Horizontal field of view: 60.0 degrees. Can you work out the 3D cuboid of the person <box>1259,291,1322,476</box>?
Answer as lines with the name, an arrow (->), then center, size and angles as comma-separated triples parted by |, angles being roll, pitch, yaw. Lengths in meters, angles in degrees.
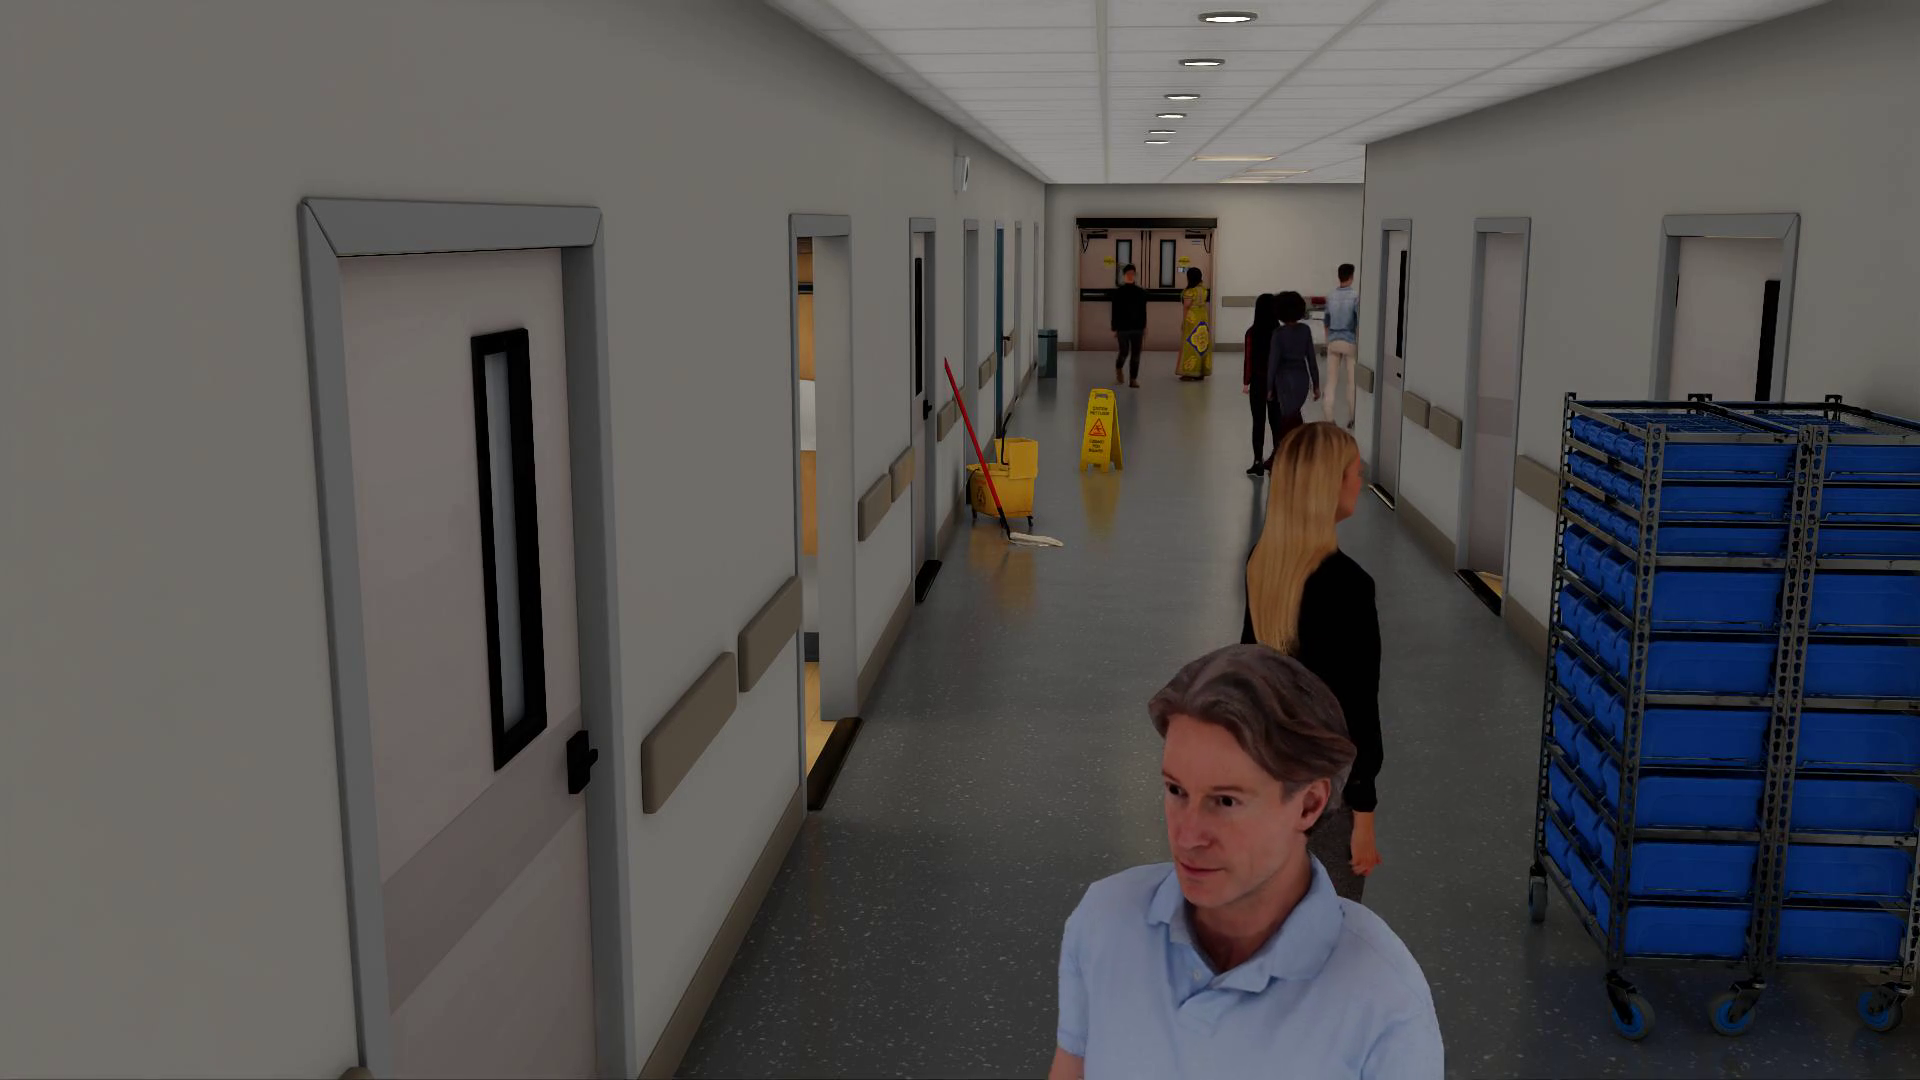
person -> 2.920, -1.263, 14.376 | 1.010, 1.652, 1.223 | -5, 12, -23

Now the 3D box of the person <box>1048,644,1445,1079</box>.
person -> 0.378, 0.994, 2.026 | 0.888, 1.822, 0.831 | -10, 15, -44

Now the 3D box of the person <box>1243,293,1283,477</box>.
person -> 2.815, -1.417, 15.195 | 0.654, 1.649, 0.648 | -4, 11, -19

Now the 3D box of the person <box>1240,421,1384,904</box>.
person -> 0.782, 0.641, 3.829 | 0.748, 1.843, 0.643 | -5, 12, -24

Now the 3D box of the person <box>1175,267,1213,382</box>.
person -> 3.453, -3.186, 24.495 | 0.968, 1.658, 1.046 | -10, 15, -43

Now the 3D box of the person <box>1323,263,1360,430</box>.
person -> 4.275, -2.174, 18.646 | 0.850, 1.850, 0.919 | 8, 14, 37

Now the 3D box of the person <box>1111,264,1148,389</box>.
person -> 2.364, -2.993, 23.338 | 0.789, 1.709, 0.915 | -2, 11, -11
